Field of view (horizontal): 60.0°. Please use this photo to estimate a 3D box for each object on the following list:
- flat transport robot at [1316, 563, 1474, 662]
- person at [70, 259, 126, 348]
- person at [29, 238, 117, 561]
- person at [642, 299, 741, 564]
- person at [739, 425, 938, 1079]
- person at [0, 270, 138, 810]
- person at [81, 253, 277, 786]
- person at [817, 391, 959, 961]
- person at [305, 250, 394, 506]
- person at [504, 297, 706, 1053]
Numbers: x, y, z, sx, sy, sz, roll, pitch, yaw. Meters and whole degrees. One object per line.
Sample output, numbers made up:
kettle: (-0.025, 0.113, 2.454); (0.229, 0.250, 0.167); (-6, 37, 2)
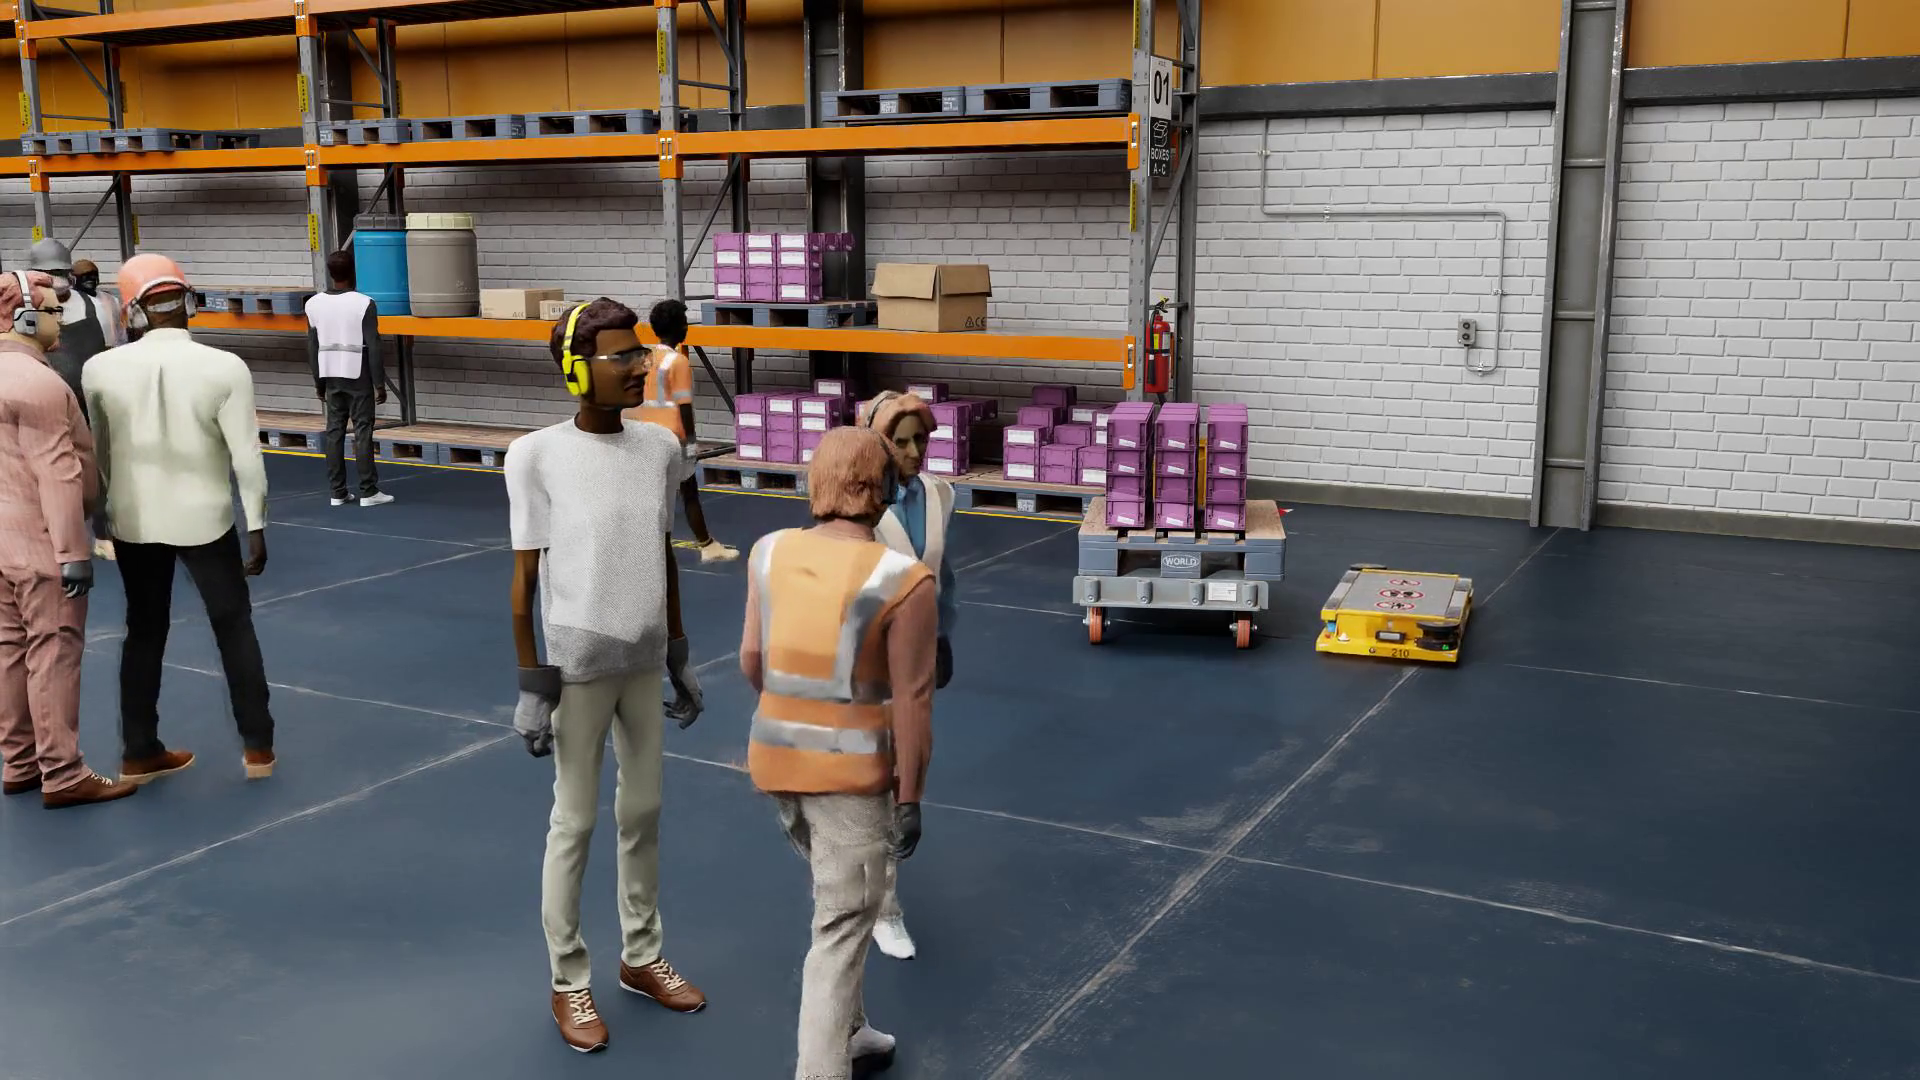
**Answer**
flat transport robot: (2.250, 0.351, 8.500); (0.652, 0.197, 1.431); (4, 11, 20)
person: (-7.098, -1.363, 13.599); (0.429, 1.839, 0.634); (8, 13, 37)
person: (-5.467, -0.844, 10.198); (0.679, 2.000, 0.699); (9, 14, 41)
person: (-1.771, -0.624, 10.043); (0.883, 1.655, 0.538); (-6, 12, -28)
person: (-0.293, 0.543, 3.800); (0.532, 1.593, 0.649); (7, 12, 33)
person: (-3.280, -0.002, 5.952); (0.652, 1.906, 0.402); (8, 13, 37)
person: (-2.869, -0.074, 6.183); (0.632, 1.962, 0.485); (-2, 11, -12)
person: (-0.252, 0.349, 4.895); (0.619, 1.601, 0.573); (8, 13, 38)
person: (-4.606, -1.197, 12.528); (0.596, 1.897, 0.384); (2, 11, 12)
person: (-0.882, 0.333, 4.213); (0.318, 1.872, 0.531); (10, 14, 44)
